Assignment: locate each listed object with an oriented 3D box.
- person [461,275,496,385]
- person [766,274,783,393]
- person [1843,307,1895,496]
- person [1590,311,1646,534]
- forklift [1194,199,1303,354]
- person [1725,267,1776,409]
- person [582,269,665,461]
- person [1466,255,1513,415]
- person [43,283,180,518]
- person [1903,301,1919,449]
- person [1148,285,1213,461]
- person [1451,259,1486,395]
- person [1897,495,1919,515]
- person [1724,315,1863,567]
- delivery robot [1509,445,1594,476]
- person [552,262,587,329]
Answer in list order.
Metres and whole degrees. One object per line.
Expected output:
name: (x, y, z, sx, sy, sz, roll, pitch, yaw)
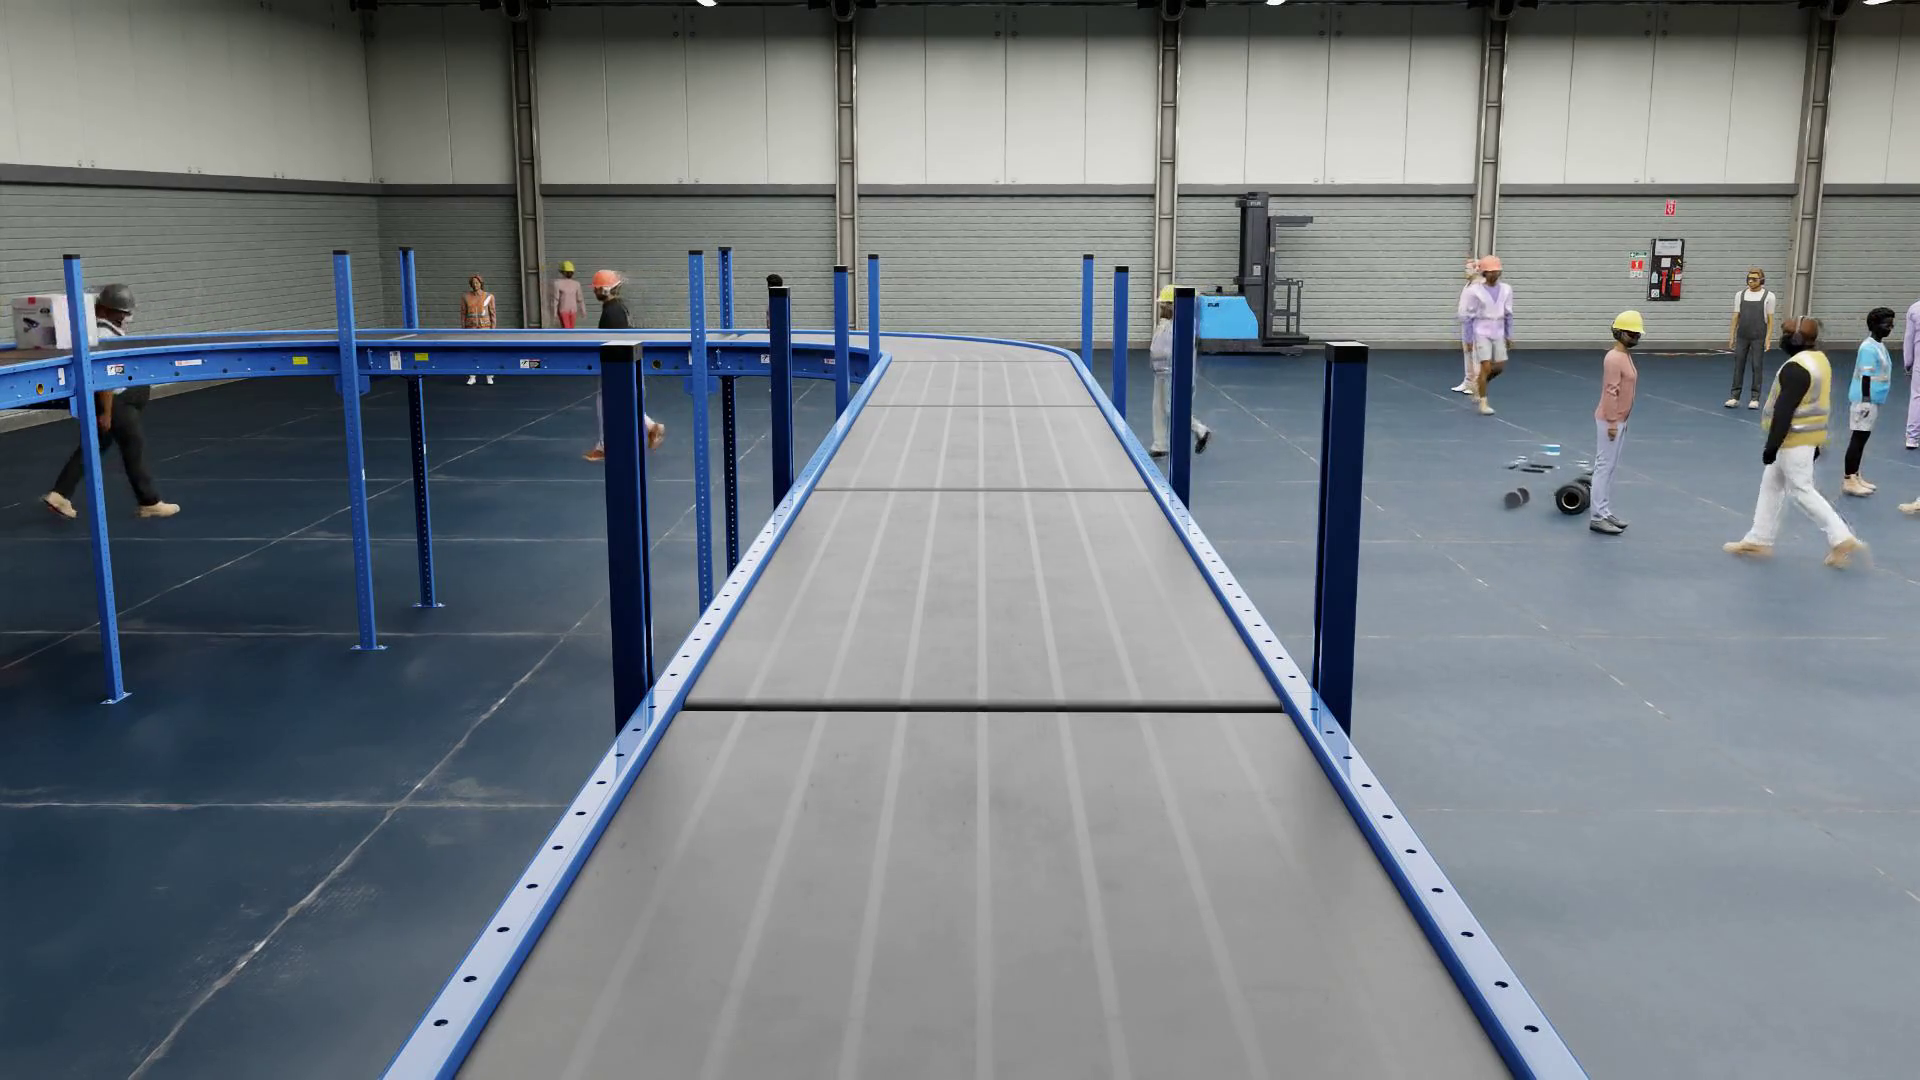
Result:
person: (-7.214, -3.151, 24.947, 0.514, 1.641, 0.309, -1, 11, -7)
person: (-2.598, -2.938, 23.720, 0.320, 1.693, 0.531, 1, 11, 3)
person: (8.251, -1.264, 15.099, 0.320, 1.698, 0.538, 8, 14, 36)
person: (5.265, -0.948, 13.321, 0.329, 1.764, 0.524, 7, 13, 31)
forklift: (5.313, -4.851, 30.603, 1.873, 2.768, 1.129, 0, 11, 1)
person: (10.400, -2.653, 21.862, 0.506, 1.845, 0.344, 10, 15, 42)
person: (-3.520, -1.810, 17.220, 0.771, 1.974, 0.625, -2, 11, -8)
person: (6.761, -2.638, 21.330, 0.623, 2.019, 0.572, -2, 11, -11)
person: (-7.124, -1.155, 13.773, 0.972, 2.000, 0.693, -8, 13, -34)
person: (10.526, -1.916, 17.915, 0.654, 1.906, 0.408, 11, 15, 44)
person: (2.237, -1.724, 17.178, 0.673, 1.814, 0.598, -3, 11, -15)
person: (7.287, -3.040, 23.694, 0.399, 1.908, 0.643, -1, 11, -4)
person: (8.441, -1.033, 13.735, 0.953, 1.789, 0.606, 3, 11, 16)
person: (6.130, -0.723, 12.072, 0.907, 1.811, 0.640, 9, 14, 38)
delivery robot: (5.128, -0.705, 14.377, 0.698, 0.223, 0.335, 7, 13, 33)
person: (-6.673, -3.899, 28.557, 0.882, 1.718, 0.550, 10, 15, 43)
